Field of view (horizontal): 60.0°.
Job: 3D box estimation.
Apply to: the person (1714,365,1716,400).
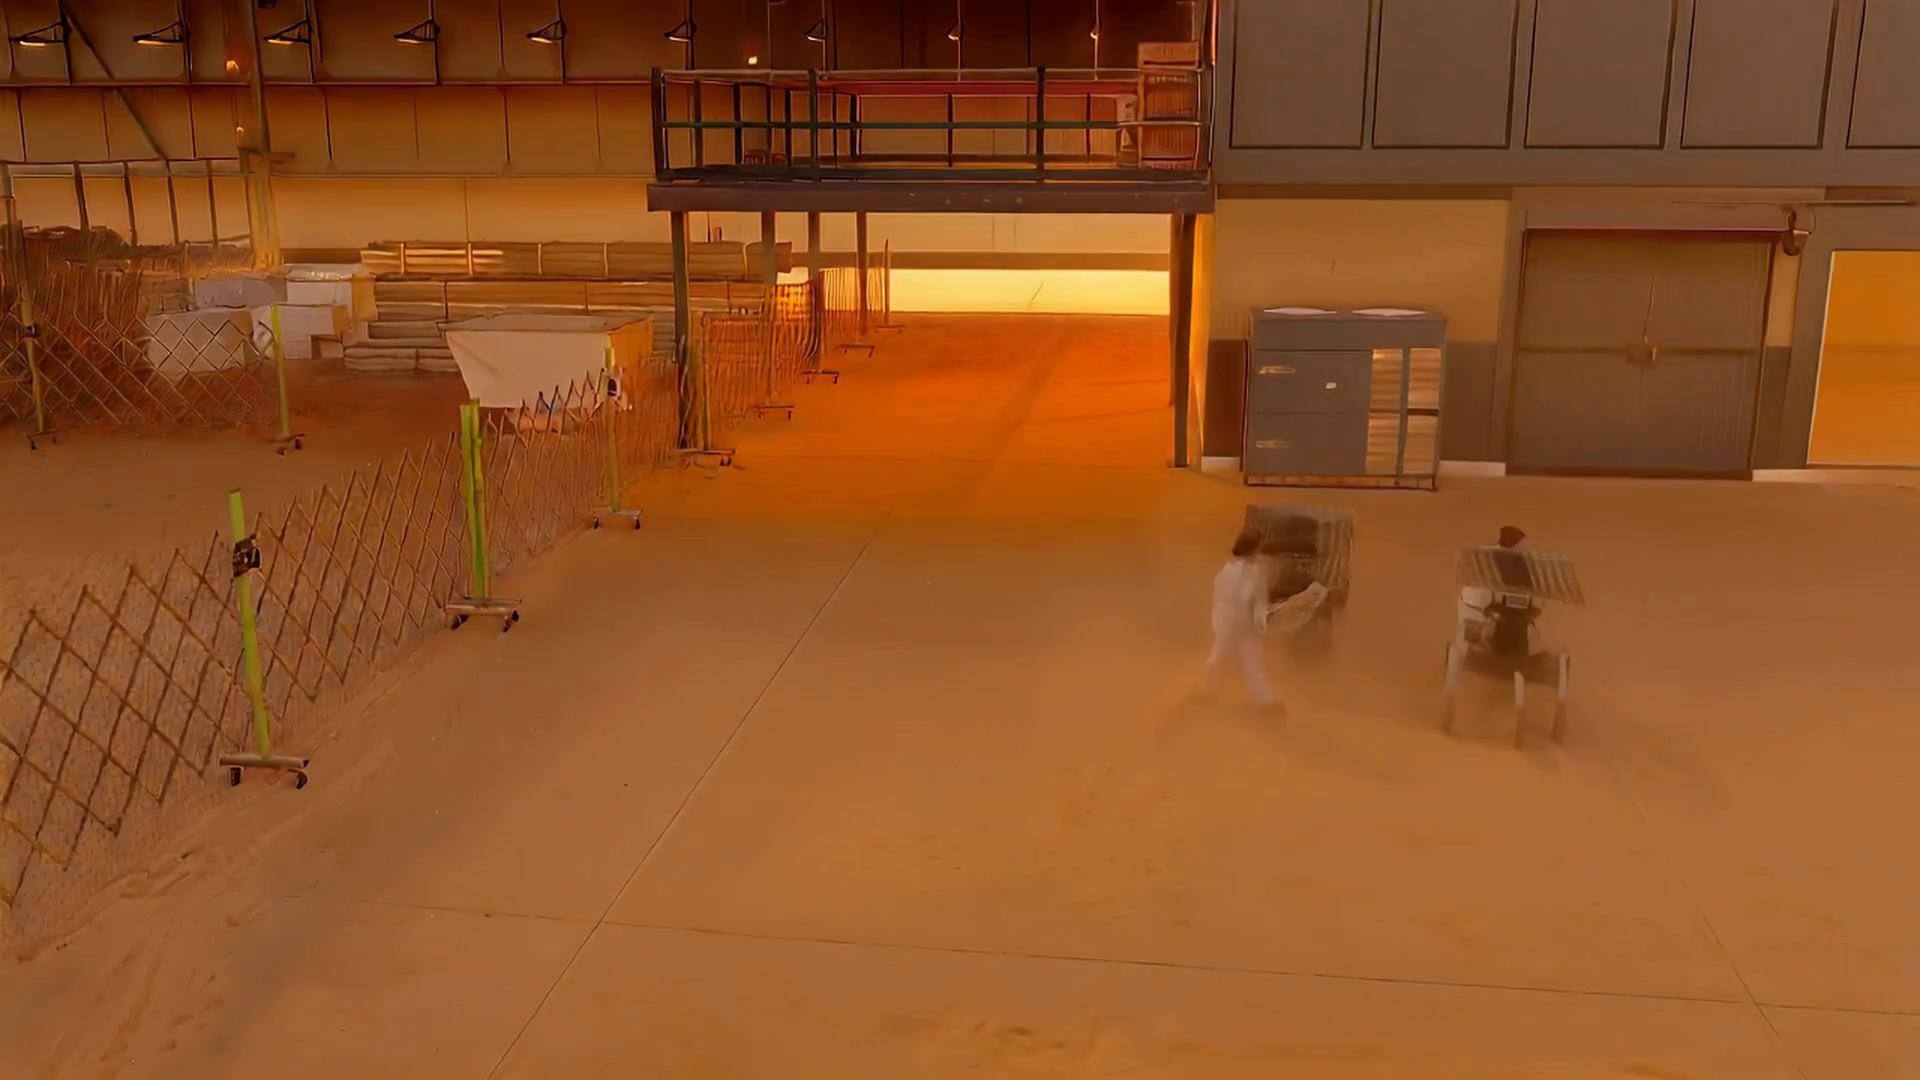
[{"bbox_3d":[8.115,-1.648,18.098,0.281,1.633,0.501,-5,15,-21],"label":"person"}]
